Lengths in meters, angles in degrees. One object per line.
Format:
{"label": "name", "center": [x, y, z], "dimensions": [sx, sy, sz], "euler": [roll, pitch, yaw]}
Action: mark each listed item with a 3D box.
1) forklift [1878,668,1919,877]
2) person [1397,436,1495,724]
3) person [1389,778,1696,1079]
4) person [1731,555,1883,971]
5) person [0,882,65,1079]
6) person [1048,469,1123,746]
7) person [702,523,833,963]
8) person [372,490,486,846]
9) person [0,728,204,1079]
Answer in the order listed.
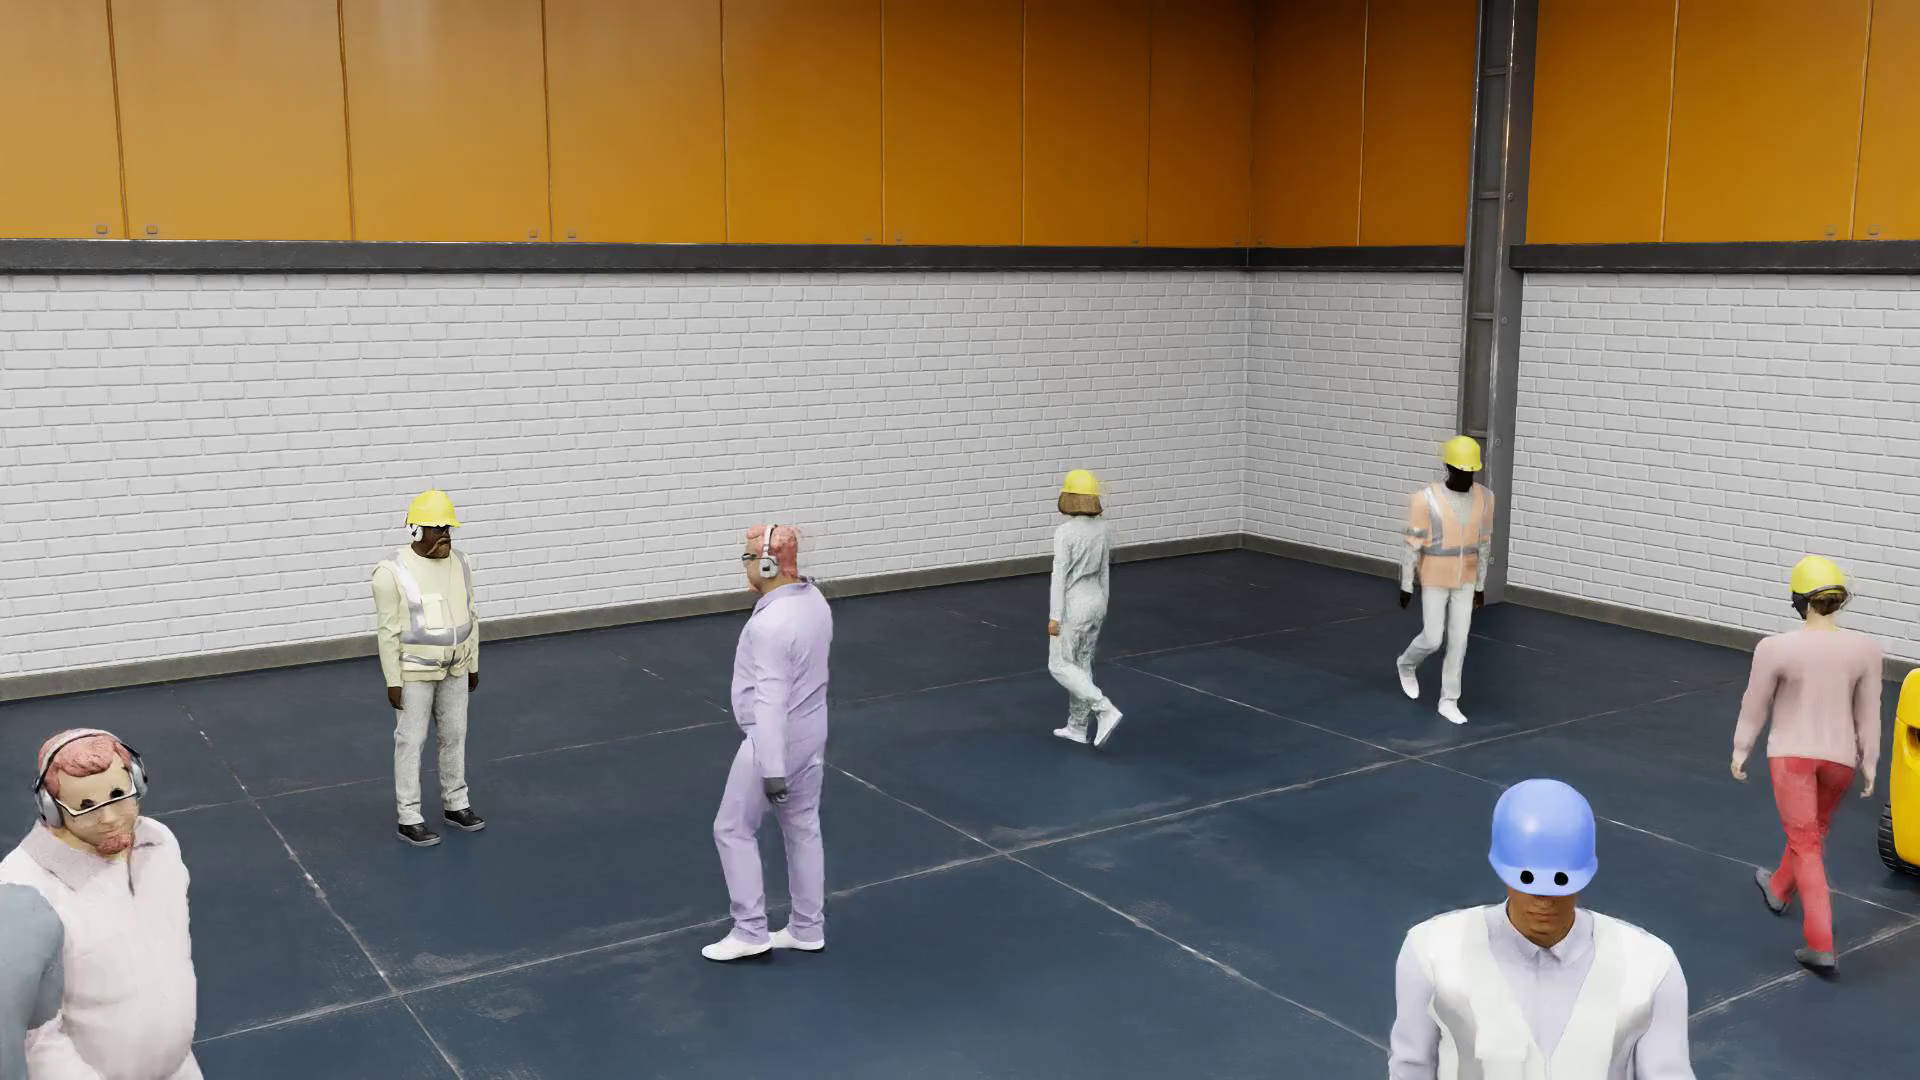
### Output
{"label": "forklift", "center": [5.511, 0.571, 7.906], "dimensions": [2.313, 2.155, 1.214], "euler": [-6, 11, -33]}
{"label": "person", "center": [3.152, 0.236, 10.869], "dimensions": [0.594, 1.891, 0.681], "euler": [-2, 10, -13]}
{"label": "person", "center": [1.231, 1.441, 3.519], "dimensions": [0.625, 1.896, 0.958], "euler": [2, 10, 9]}
{"label": "person", "center": [3.653, 0.923, 7.208], "dimensions": [0.538, 1.712, 0.957], "euler": [1, 9, 3]}
{"label": "person", "center": [-2.167, 1.443, 3.578], "dimensions": [0.868, 1.896, 0.624], "euler": [8, 12, 40]}
{"label": "person", "center": [0.773, 0.430, 10.159], "dimensions": [0.532, 1.725, 0.493], "euler": [9, 13, 42]}
{"label": "person", "center": [-0.857, 0.858, 7.098], "dimensions": [0.607, 1.889, 0.654], "euler": [3, 10, 18]}
{"label": "person", "center": [-2.712, 0.648, 8.569], "dimensions": [0.403, 1.825, 0.595], "euler": [7, 12, 36]}
{"label": "person", "center": [-1.997, 1.371, 4.062], "dimensions": [0.528, 1.875, 0.675], "euler": [2, 10, 13]}
